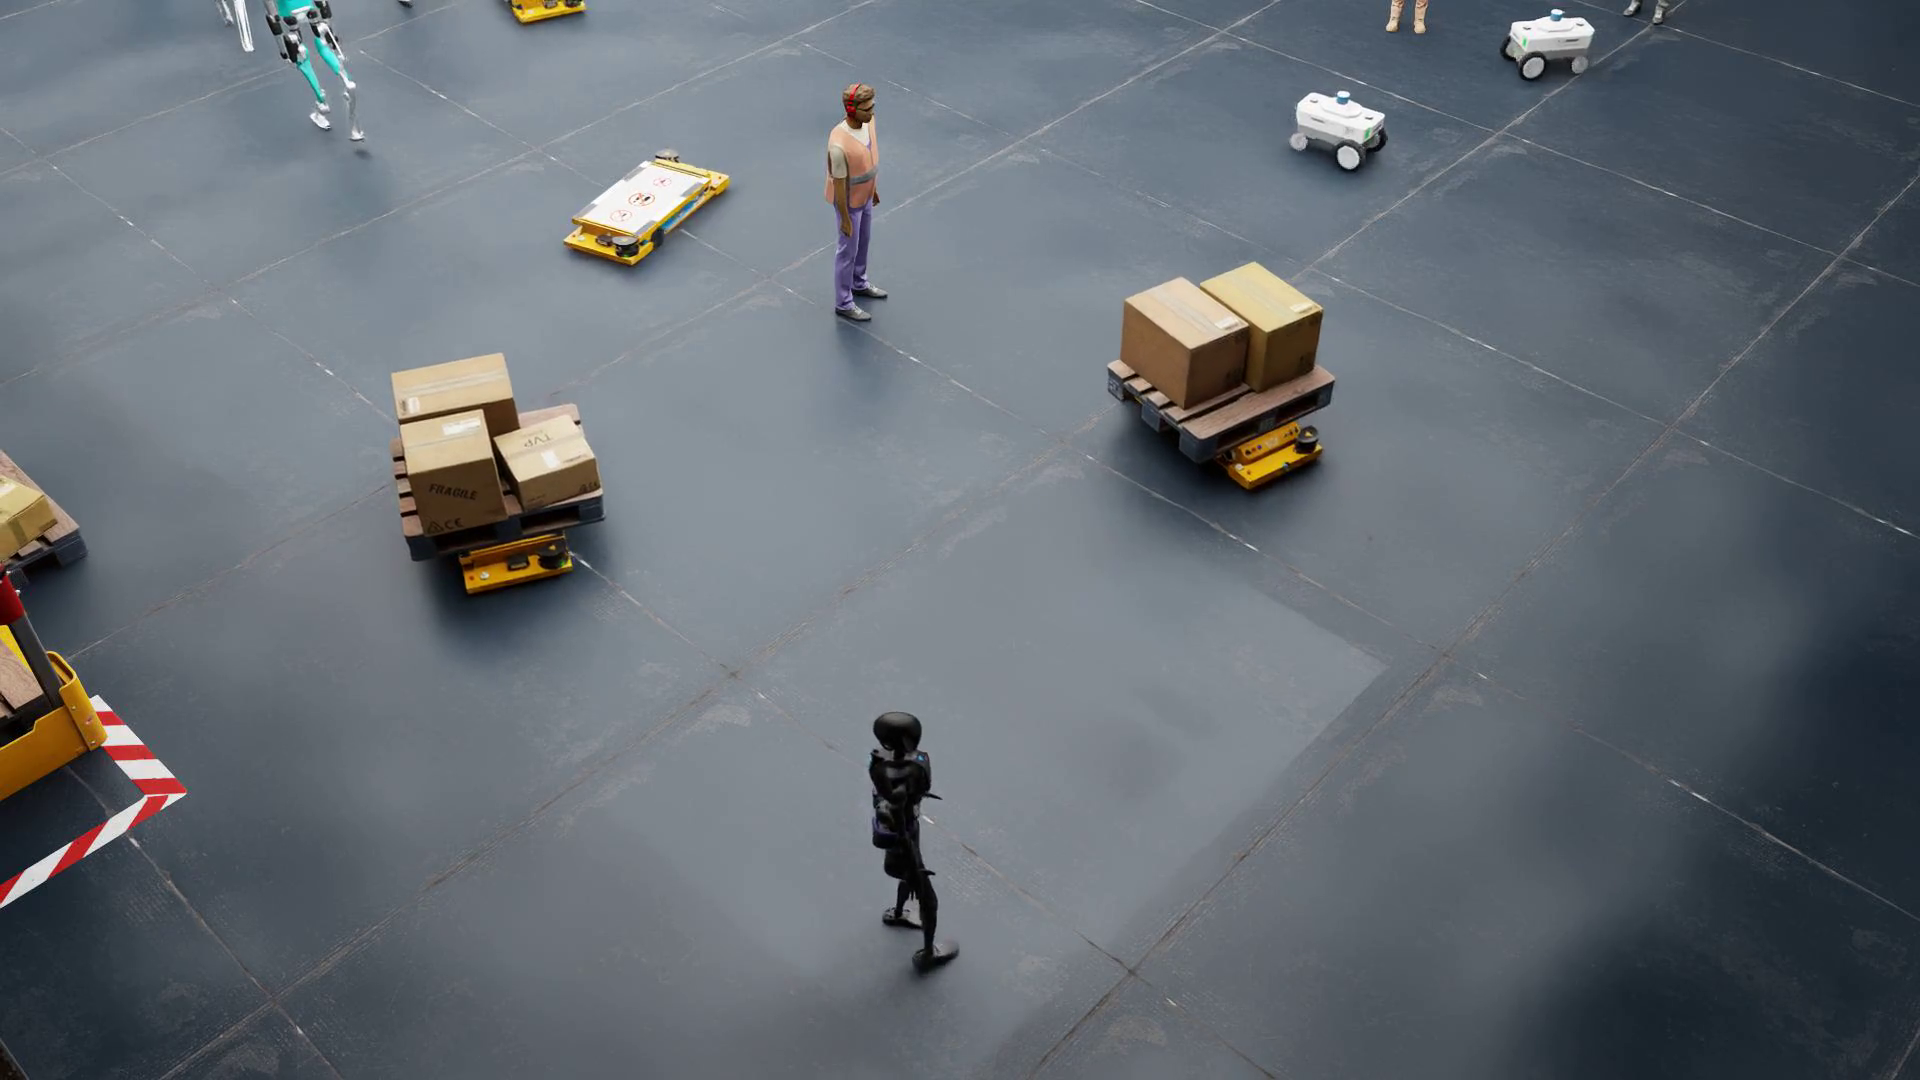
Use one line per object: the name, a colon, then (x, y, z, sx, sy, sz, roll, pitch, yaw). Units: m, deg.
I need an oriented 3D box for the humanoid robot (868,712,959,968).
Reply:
humanoid robot: (-0.216, 1.361, 7.961, 0.414, 1.653, 0.603, -1, 42, -1)

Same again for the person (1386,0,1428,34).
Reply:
person: (4.375, -5.663, 15.715, 0.469, 1.748, 0.321, 6, 42, 7)

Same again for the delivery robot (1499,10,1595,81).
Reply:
delivery robot: (5.461, -4.619, 15.452, 0.801, 0.602, 0.499, -6, 42, -7)

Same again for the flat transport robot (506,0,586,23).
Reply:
flat transport robot: (-4.326, -5.620, 16.773, 0.659, 0.231, 1.431, -20, 46, -21)

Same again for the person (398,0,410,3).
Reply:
person: (-5.755, -6.130, 16.339, 0.522, 1.580, 0.836, -19, 45, -20)

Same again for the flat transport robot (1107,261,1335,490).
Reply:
flat transport robot: (1.783, -0.901, 11.528, 0.659, 0.231, 1.431, -24, 47, -24)

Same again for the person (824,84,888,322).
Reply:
person: (-0.775, -2.470, 12.104, 0.390, 1.836, 0.559, 14, 44, 15)

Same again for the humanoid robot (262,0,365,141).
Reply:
humanoid robot: (-5.406, -4.101, 14.035, 0.538, 1.777, 1.061, -29, 49, -28)

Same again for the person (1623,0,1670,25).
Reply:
person: (6.788, -5.887, 15.903, 0.562, 1.833, 0.408, 22, 46, 23)

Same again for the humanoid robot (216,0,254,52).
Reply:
humanoid robot: (-7.012, -5.559, 15.617, 0.548, 1.764, 0.950, -18, 45, -19)

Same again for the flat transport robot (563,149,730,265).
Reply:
flat transport robot: (-2.540, -2.721, 13.551, 0.659, 0.231, 1.431, 19, 45, 20)

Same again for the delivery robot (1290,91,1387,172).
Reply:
delivery robot: (3.255, -3.542, 14.252, 0.802, 0.600, 0.499, 26, 48, 26)

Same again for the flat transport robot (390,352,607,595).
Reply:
flat transport robot: (-2.962, -0.234, 10.787, 0.659, 0.231, 1.431, -13, 44, -14)
